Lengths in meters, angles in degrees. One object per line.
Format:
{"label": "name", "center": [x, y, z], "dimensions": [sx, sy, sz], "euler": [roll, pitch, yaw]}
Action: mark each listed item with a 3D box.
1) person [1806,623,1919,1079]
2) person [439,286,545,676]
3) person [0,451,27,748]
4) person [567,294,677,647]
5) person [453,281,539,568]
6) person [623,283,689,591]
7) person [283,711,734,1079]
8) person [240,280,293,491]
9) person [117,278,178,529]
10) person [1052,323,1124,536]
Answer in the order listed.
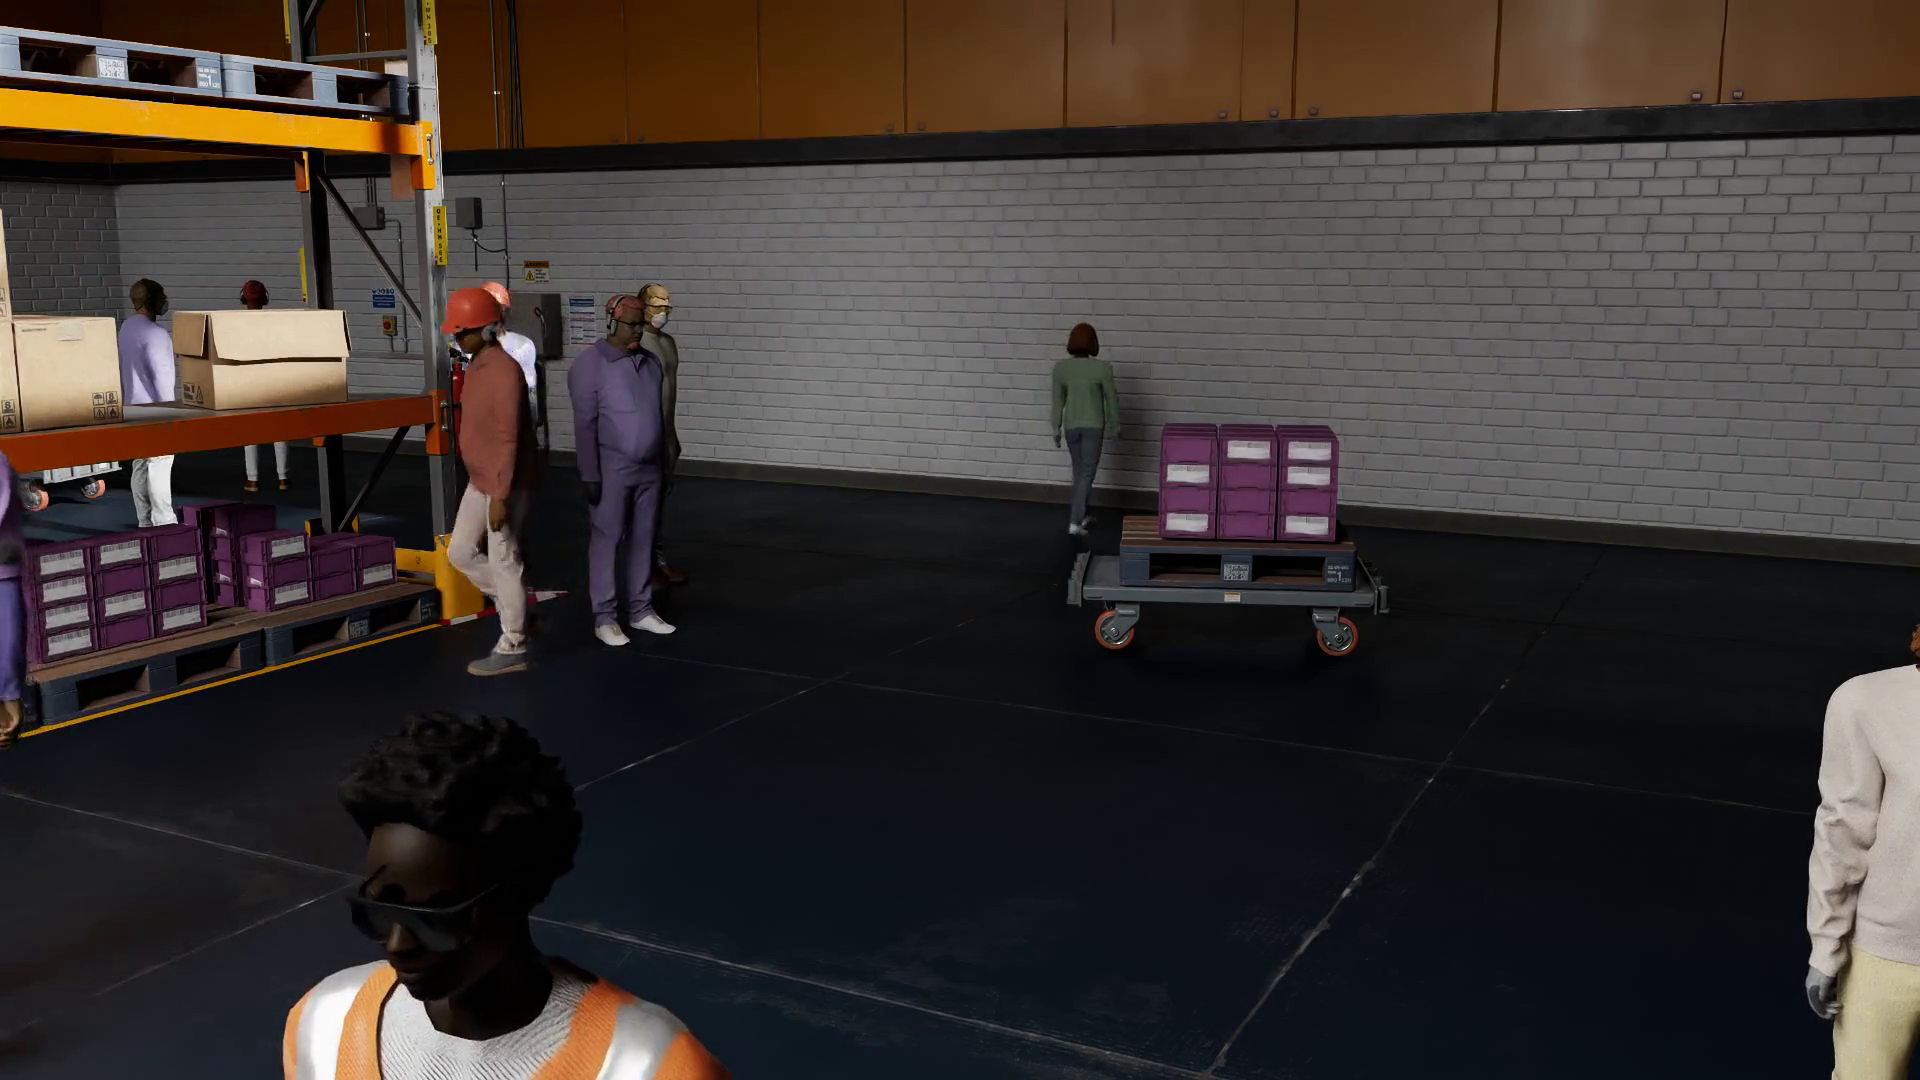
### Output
{"label": "person", "center": [1.840, 0.792, 3.091], "dimensions": [0.496, 1.629, 0.277], "euler": [4, 10, 20]}
{"label": "person", "center": [-2.340, -0.279, 8.281], "dimensions": [0.445, 1.965, 0.654], "euler": [-6, 12, -32]}
{"label": "person", "center": [-2.782, 0.369, 4.421], "dimensions": [0.796, 2.013, 0.614], "euler": [9, 13, 42]}
{"label": "person", "center": [-1.818, -0.387, 9.117], "dimensions": [0.409, 1.904, 0.640], "euler": [7, 12, 33]}
{"label": "person", "center": [-3.098, -0.753, 11.136], "dimensions": [0.548, 1.935, 0.373], "euler": [-3, 10, -19]}
{"label": "person", "center": [-1.960, -0.658, 10.588], "dimensions": [0.378, 1.937, 0.629], "euler": [3, 10, 17]}
{"label": "person", "center": [-0.471, 0.992, 1.766], "dimensions": [0.533, 1.688, 0.320], "euler": [4, 10, 20]}
{"label": "person", "center": [-6.258, -1.375, 14.892], "dimensions": [0.584, 1.882, 0.349], "euler": [-5, 11, -28]}
{"label": "person", "center": [-5.962, -0.955, 12.296], "dimensions": [0.627, 1.940, 0.371], "euler": [9, 13, 41]}
{"label": "person", "center": [0.952, -0.845, 12.644], "dimensions": [0.501, 1.602, 0.737], "euler": [6, 12, 32]}
